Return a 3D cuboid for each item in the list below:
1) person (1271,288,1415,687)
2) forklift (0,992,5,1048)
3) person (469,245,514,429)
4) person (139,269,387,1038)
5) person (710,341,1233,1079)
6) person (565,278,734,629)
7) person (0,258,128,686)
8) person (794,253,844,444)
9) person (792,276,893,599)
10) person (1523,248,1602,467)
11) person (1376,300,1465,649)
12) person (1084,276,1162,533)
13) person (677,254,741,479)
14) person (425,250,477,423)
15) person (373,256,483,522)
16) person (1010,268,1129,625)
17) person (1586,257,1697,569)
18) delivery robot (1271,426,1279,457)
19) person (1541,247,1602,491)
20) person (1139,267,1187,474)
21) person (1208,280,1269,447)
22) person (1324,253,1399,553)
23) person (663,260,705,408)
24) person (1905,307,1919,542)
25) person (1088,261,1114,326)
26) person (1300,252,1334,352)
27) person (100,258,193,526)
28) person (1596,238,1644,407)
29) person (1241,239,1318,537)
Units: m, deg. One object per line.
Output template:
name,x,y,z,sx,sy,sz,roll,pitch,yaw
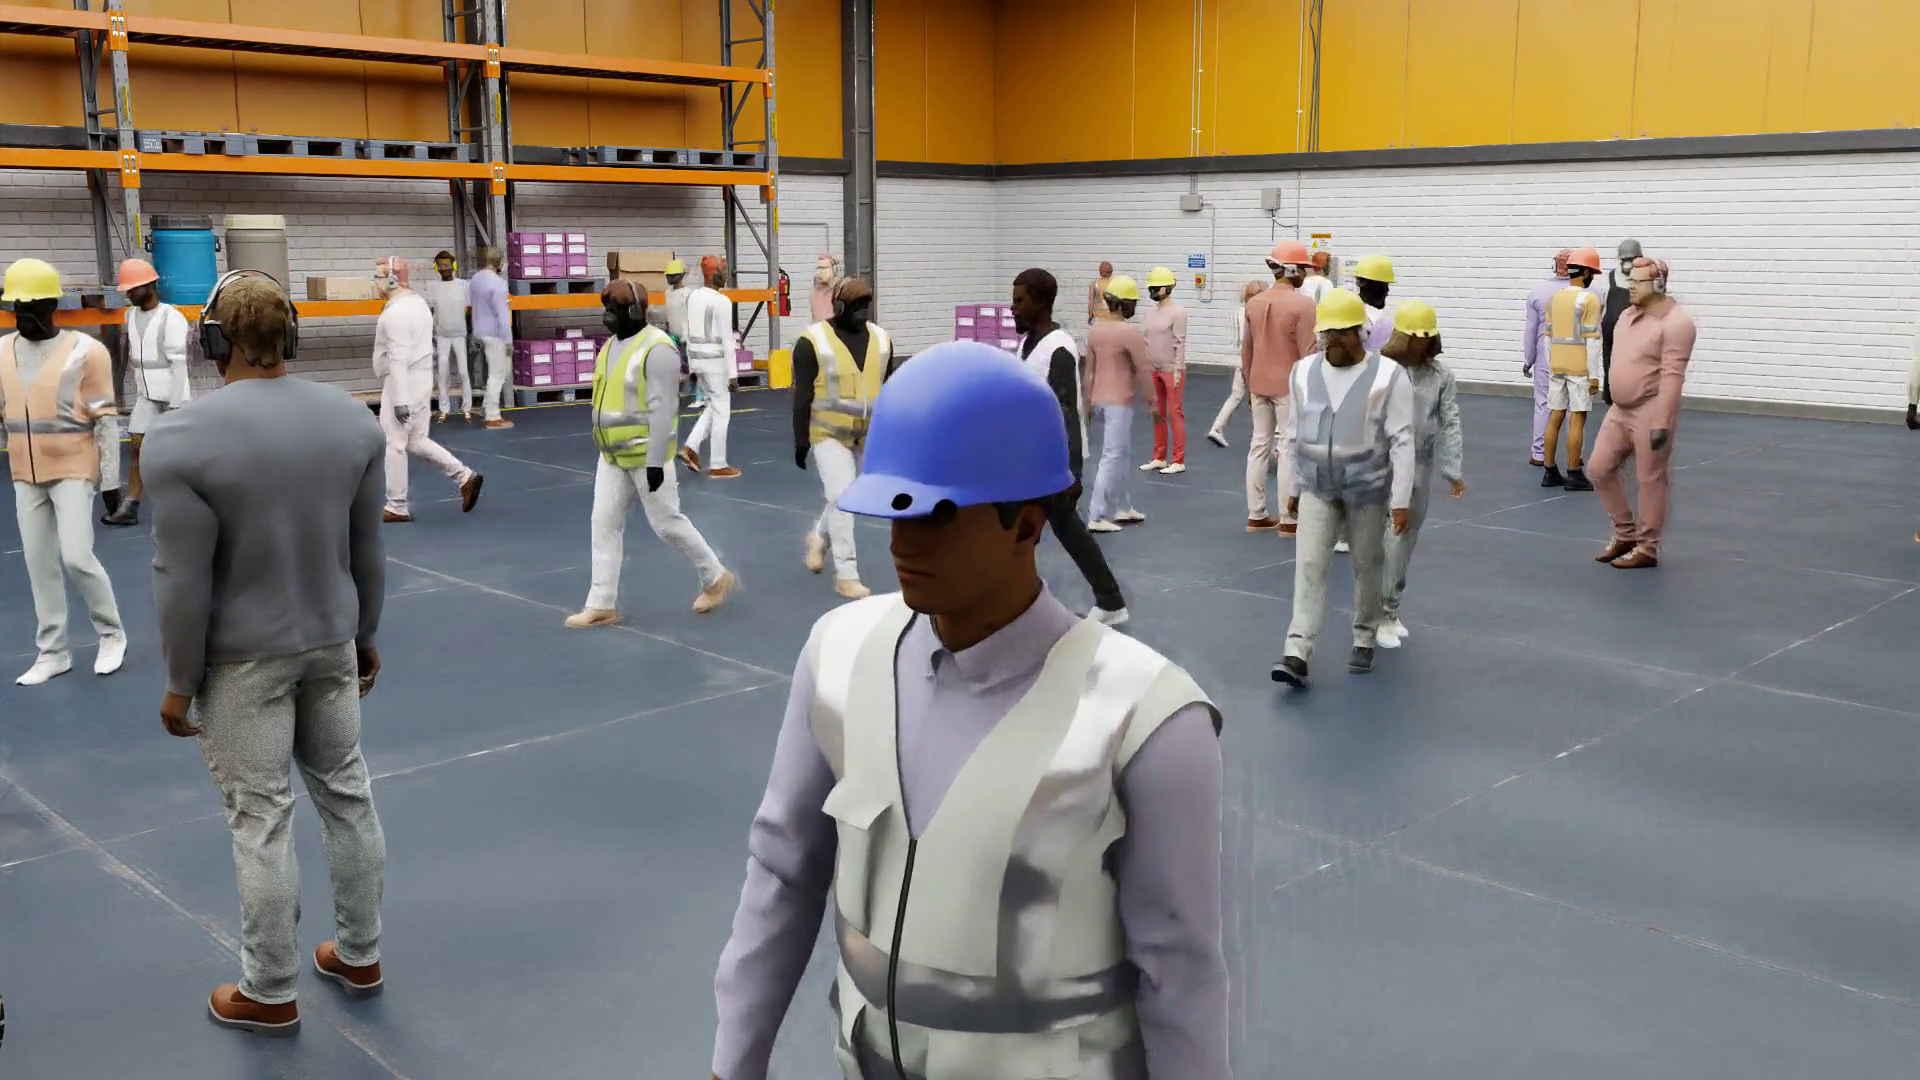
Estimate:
person,1.702,-0.222,7.450,0.628,1.775,0.920,6,12,29
forklift,-3.245,0.323,3.363,2.313,2.155,1.214,2,11,13
person,-4.860,-2.117,17.412,0.459,1.919,0.658,-9,13,-39
person,-1.741,0.291,4.234,0.372,1.940,0.632,7,13,35
person,-0.019,0.708,2.068,0.626,1.890,1.015,9,14,41
person,-1.628,-0.461,8.696,0.892,1.812,0.623,-10,14,-43
person,-4.137,-0.305,7.531,0.608,1.920,0.441,2,11,9
person,-1.203,-1.840,16.113,0.636,1.852,1.027,6,12,28
person,-0.707,-0.613,9.579,0.632,1.810,0.859,-7,13,-35
person,5.257,-1.584,14.547,0.638,1.910,0.407,3,11,17
person,2.214,-0.322,8.216,0.494,1.708,0.670,-3,11,-14
person,1.139,-0.925,11.418,0.750,1.741,0.541,-6,12,-31
person,-2.057,-1.418,13.741,0.464,1.867,0.604,-9,14,-41
person,-5.495,-2.187,17.975,0.538,1.860,0.327,-2,11,-11
person,-3.831,-1.055,11.728,0.723,1.881,0.653,0,10,1
person,0.420,-0.424,8.365,1.007,1.867,0.612,-2,11,-10
person,4.087,-0.754,10.056,0.475,1.889,0.672,-3,11,-15
delivery robot,2.808,-0.941,14.472,0.477,0.478,0.707,3,11,15
person,4.894,-1.355,13.240,0.367,1.930,0.542,-5,11,-24
person,1.724,-1.442,14.188,0.348,1.756,0.518,-7,13,-34
person,2.749,-1.678,15.880,0.829,1.606,0.524,-5,12,-25
person,2.554,-0.855,10.558,0.425,1.906,0.625,-4,11,-21
person,-3.311,-2.369,19.319,0.548,1.725,0.859,9,14,42
person,6.424,-0.917,10.716,0.648,1.975,0.495,1,10,3
person,2.153,-3.287,24.567,0.518,1.640,0.310,1,10,4
person,4.111,-2.367,19.029,0.893,1.840,0.598,-4,11,-23
person,-5.659,-1.055,11.769,0.580,1.871,1.035,4,11,20
person,7.034,-2.197,17.526,0.707,2.000,0.785,5,11,25
person,2.169,-1.019,11.231,0.392,1.991,0.611,-8,13,-37
